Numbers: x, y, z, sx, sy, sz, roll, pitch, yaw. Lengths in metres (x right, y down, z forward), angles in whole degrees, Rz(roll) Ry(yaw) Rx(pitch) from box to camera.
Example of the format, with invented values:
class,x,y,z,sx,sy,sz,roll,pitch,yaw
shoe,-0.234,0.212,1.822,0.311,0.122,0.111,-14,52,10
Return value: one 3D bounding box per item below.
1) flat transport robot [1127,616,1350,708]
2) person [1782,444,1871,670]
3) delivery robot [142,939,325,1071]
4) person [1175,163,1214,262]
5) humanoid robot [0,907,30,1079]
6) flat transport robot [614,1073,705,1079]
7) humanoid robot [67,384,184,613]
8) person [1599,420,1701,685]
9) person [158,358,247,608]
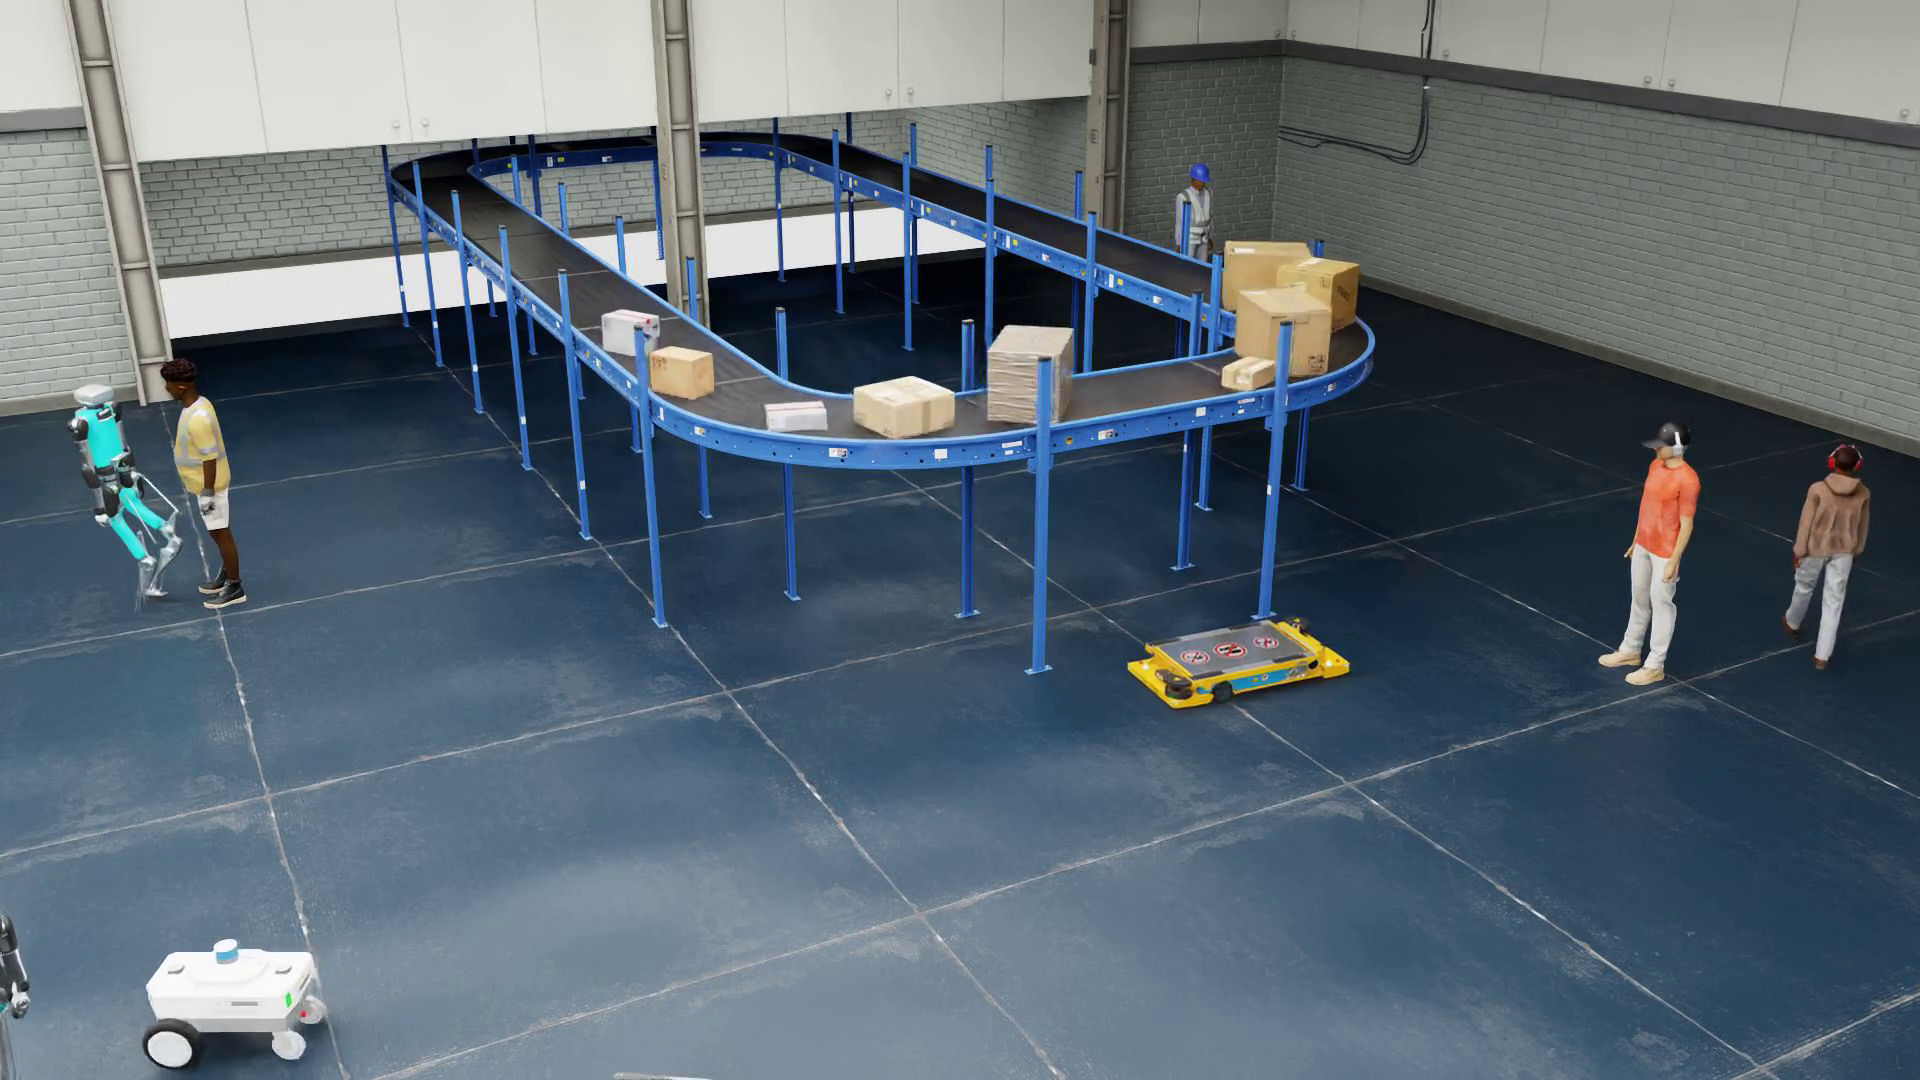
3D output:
class,x,y,z,sx,sy,sz,roll,pitch,yaw
flat transport robot,1.969,0.860,11.749,1.431,0.231,0.659,-9,24,-21
person,6.211,0.076,11.896,0.484,1.599,0.885,6,23,14
delivery robot,-3.524,2.216,8.042,0.817,0.614,0.499,0,22,0
person,2.971,-3.804,21.069,0.613,1.933,0.415,-16,27,-35
humanoid robot,-4.393,1.921,7.212,0.571,1.791,0.880,-17,28,-36
flat transport robot,-1.028,2.673,7.269,1.431,0.231,0.659,2,22,5
humanoid robot,-6.253,-0.264,12.676,0.687,1.877,0.539,3,22,7
person,4.791,0.081,11.494,0.413,1.907,0.476,-5,23,-13
person,-5.771,-0.442,12.716,0.369,1.960,0.600,-10,24,-23
